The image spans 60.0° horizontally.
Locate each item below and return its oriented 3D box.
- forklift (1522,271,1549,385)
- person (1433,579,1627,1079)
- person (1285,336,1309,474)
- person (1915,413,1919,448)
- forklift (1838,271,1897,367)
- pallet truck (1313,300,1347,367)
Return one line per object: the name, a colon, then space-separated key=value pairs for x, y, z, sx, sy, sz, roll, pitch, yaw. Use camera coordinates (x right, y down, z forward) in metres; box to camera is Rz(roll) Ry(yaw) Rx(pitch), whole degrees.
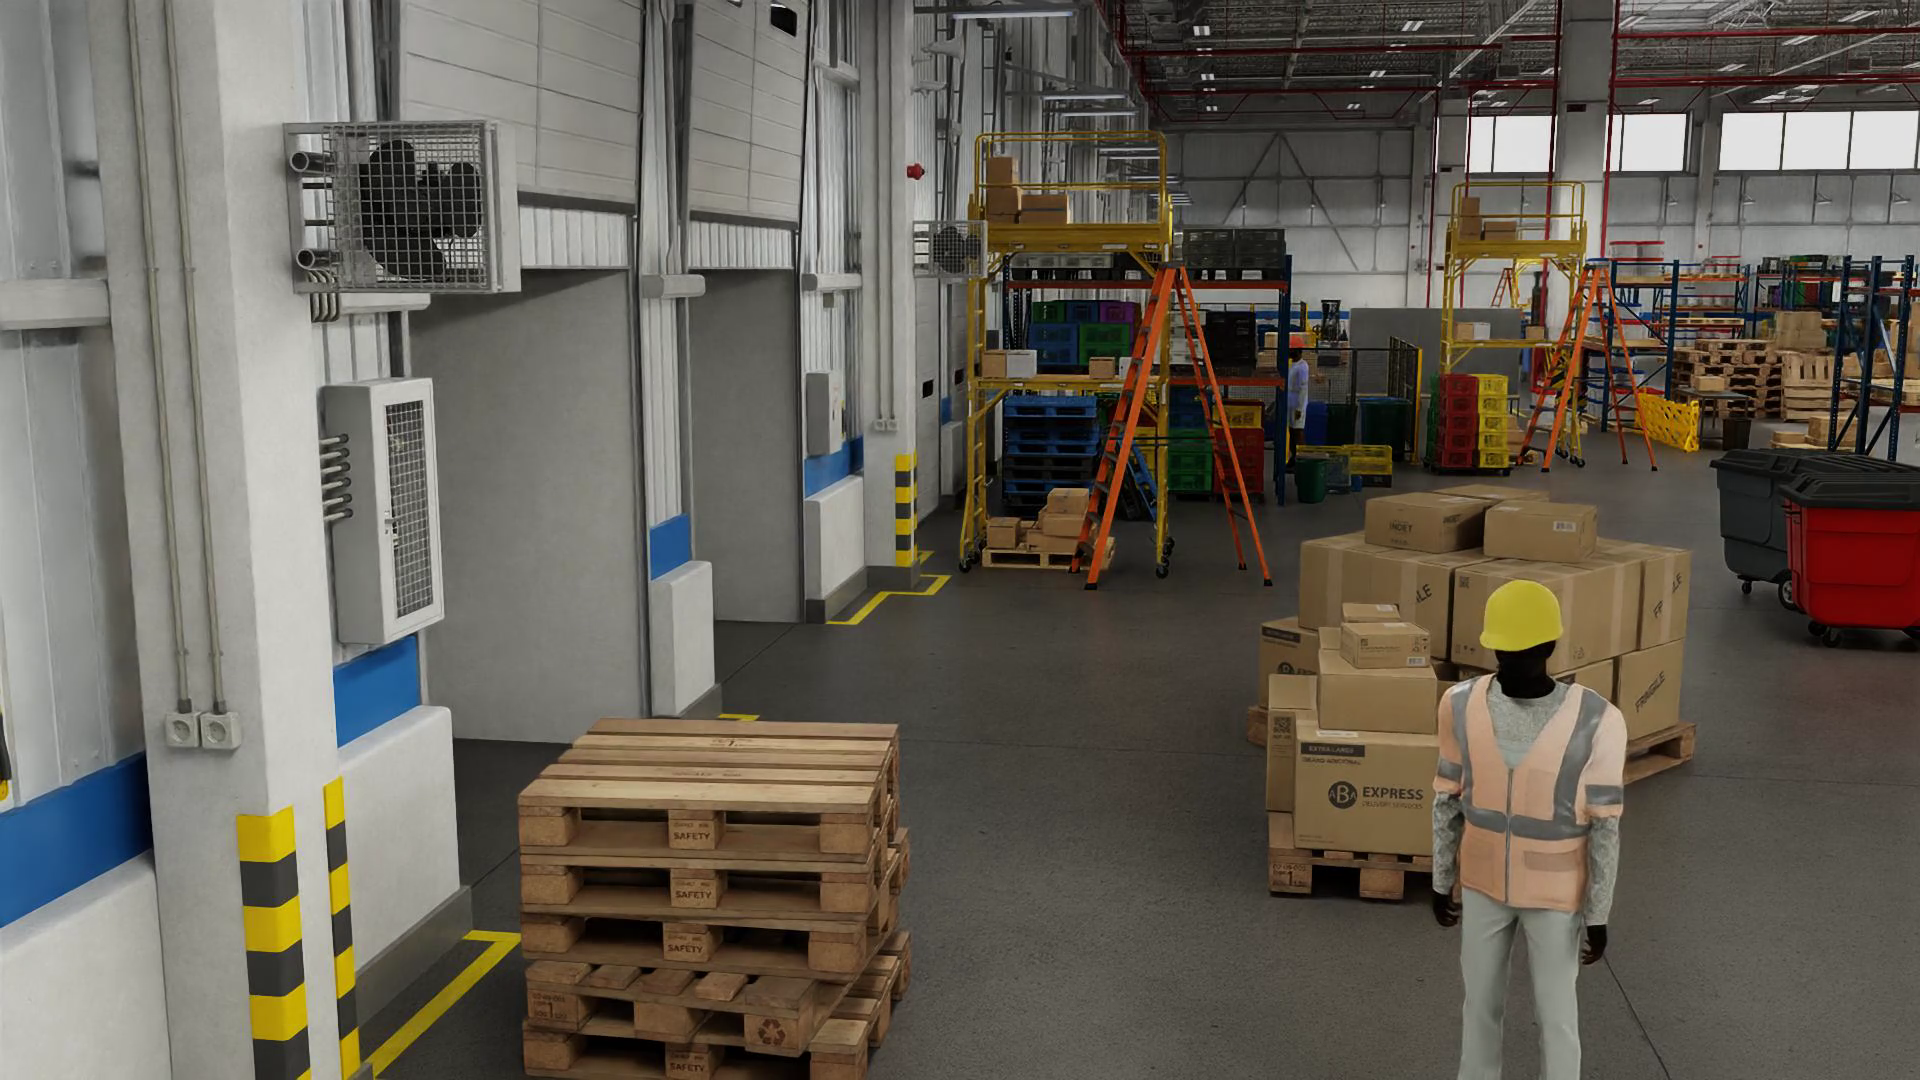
forklift: x=14.634 y=-5.248 z=41.133 sx=1.129 sy=2.768 sz=1.873 roll=2 pitch=9 yaw=11
person: x=1.733 y=1.064 z=5.167 sx=0.585 sy=1.920 sz=0.395 roll=7 pitch=12 yaw=37
person: x=4.698 y=-1.898 z=23.374 sx=0.359 sy=1.938 sz=0.545 roll=-1 pitch=9 yaw=-7
person: x=15.597 y=-2.335 z=26.688 sx=0.320 sy=1.739 sz=0.485 roll=9 pitch=13 yaw=44
forklift: x=26.385 y=-6.300 z=47.620 sx=1.873 sy=2.768 sz=1.129 roll=3 pitch=10 yaw=20
pallet truck: x=11.159 y=-6.200 z=49.718 sx=0.823 sy=1.965 sz=1.885 roll=4 pitch=10 yaw=26
